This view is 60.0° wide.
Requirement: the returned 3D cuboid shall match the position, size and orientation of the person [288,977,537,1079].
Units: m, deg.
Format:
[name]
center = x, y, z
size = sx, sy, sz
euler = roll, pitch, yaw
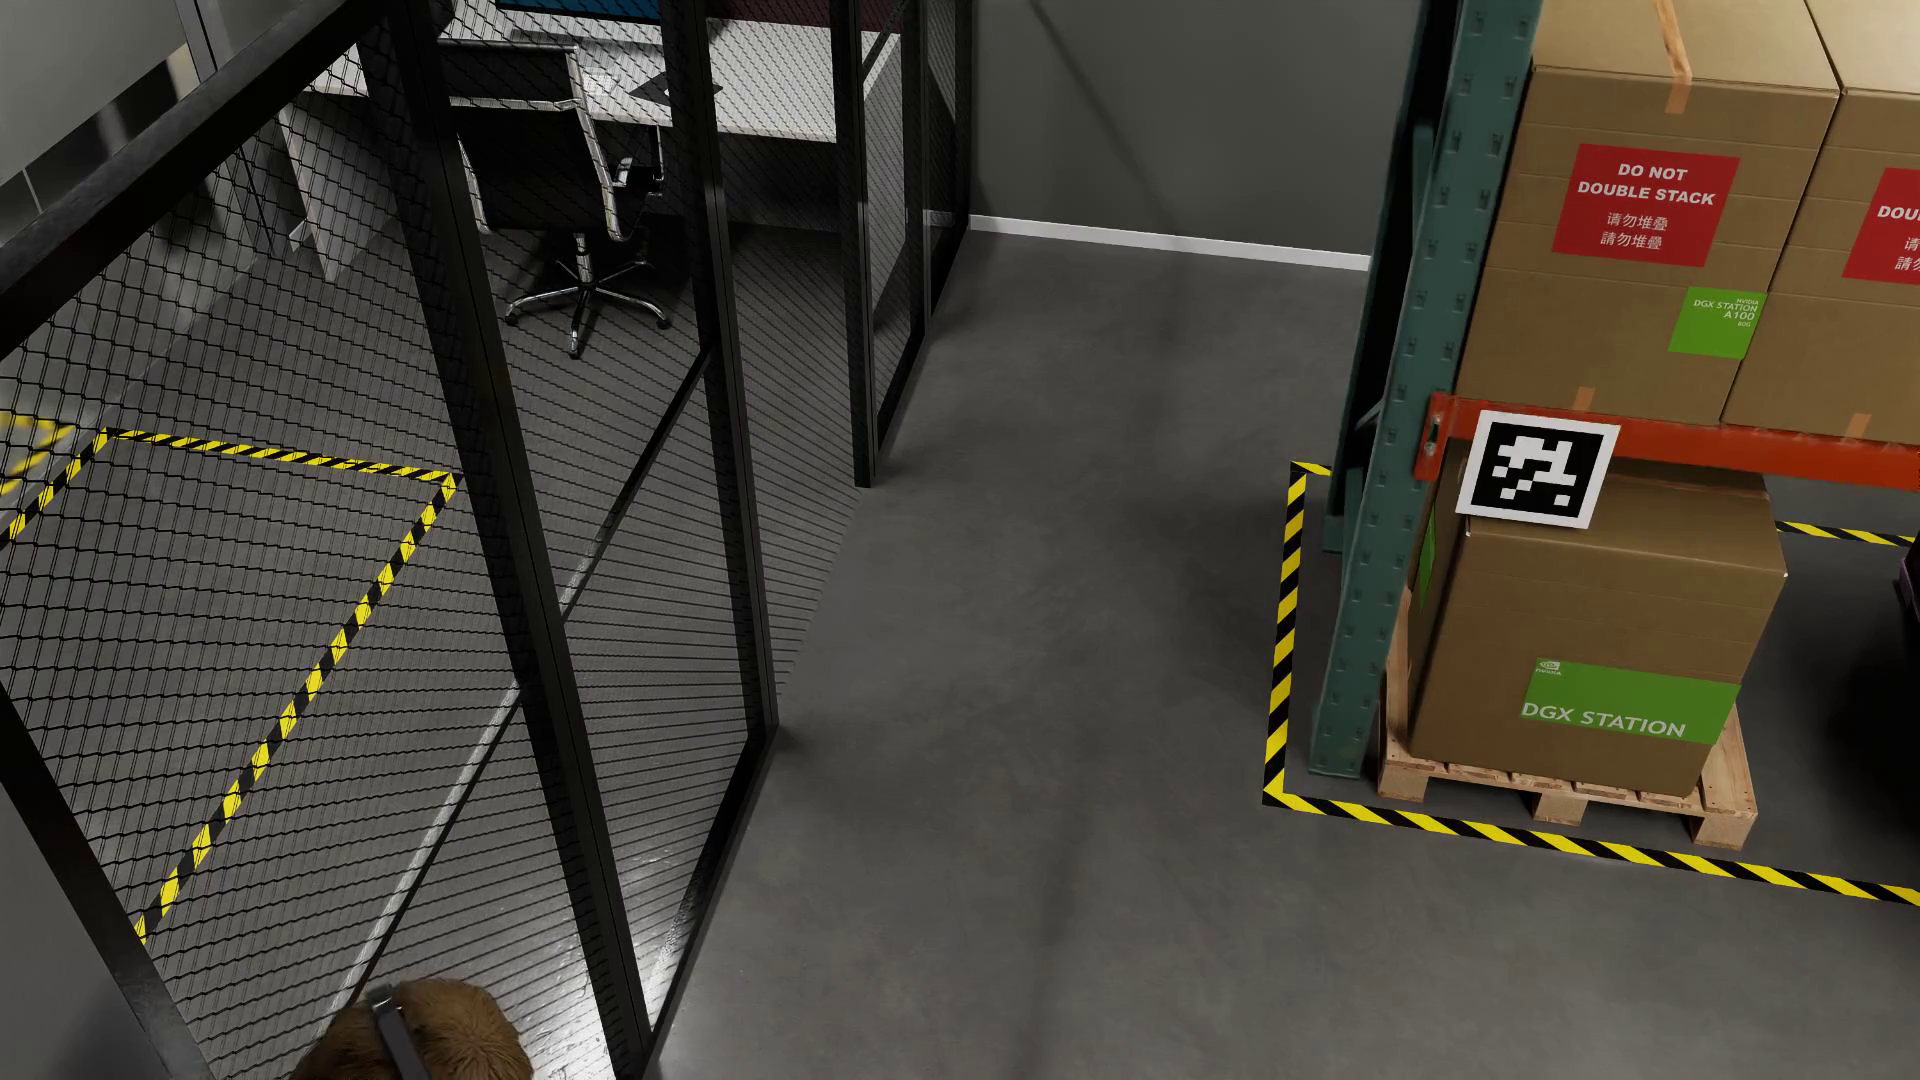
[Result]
[person]
center = -0.518, 1.156, 2.168
size = 0.627, 1.938, 0.371
euler = 19, 45, 21
